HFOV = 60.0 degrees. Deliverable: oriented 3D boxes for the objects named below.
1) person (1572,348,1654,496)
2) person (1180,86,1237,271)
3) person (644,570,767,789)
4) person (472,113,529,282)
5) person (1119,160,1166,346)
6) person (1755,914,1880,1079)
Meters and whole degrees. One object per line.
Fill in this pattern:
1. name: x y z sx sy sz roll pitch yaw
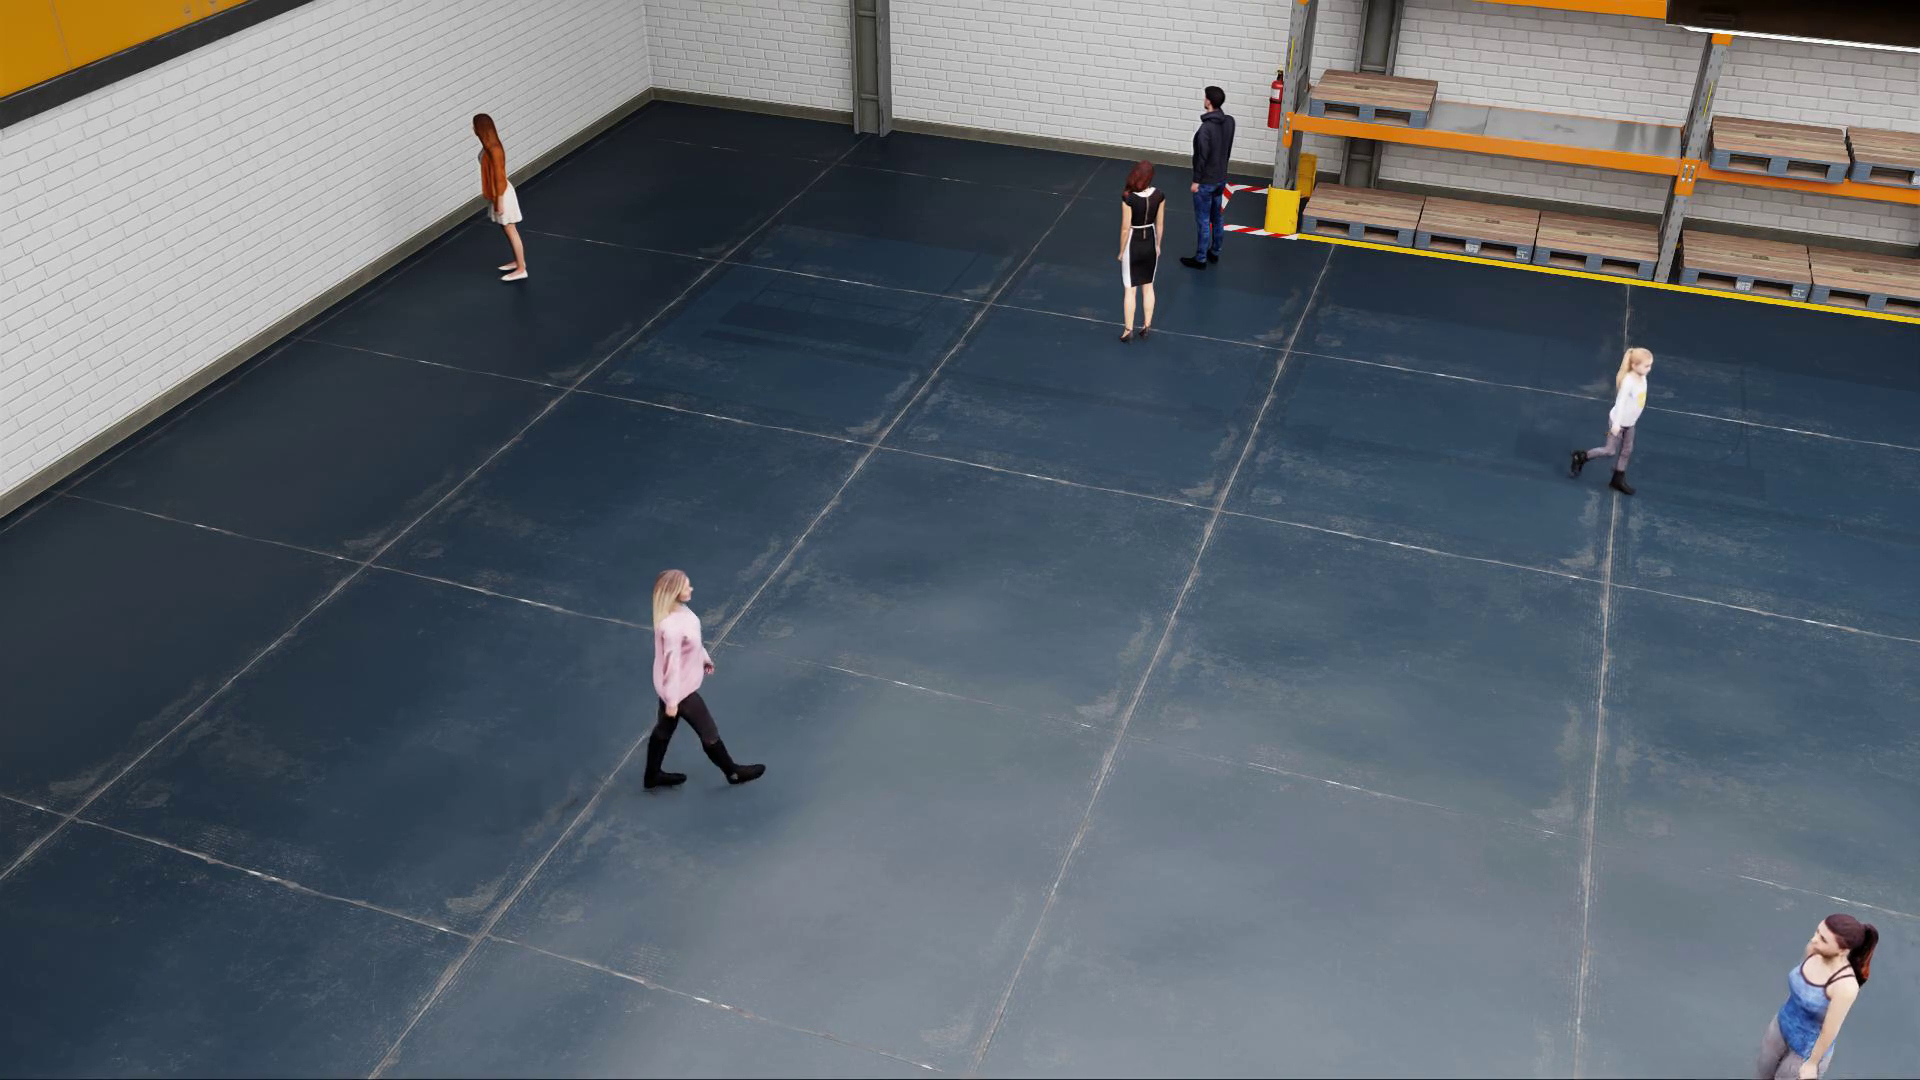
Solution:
1. person: 5.290 -0.985 13.428 0.718 1.262 0.868 -26 42 -34
2. person: 2.552 -3.683 16.915 0.726 1.895 0.751 29 43 36
3. person: -1.822 0.905 10.234 1.110 1.650 0.935 -6 34 -9
4. person: -4.609 -3.470 16.756 0.759 1.716 0.711 -12 35 -17
5. person: 1.676 -2.673 15.485 0.620 1.796 0.704 -11 35 -16
6. person: 4.115 2.417 8.003 0.897 1.602 0.723 1 34 2
